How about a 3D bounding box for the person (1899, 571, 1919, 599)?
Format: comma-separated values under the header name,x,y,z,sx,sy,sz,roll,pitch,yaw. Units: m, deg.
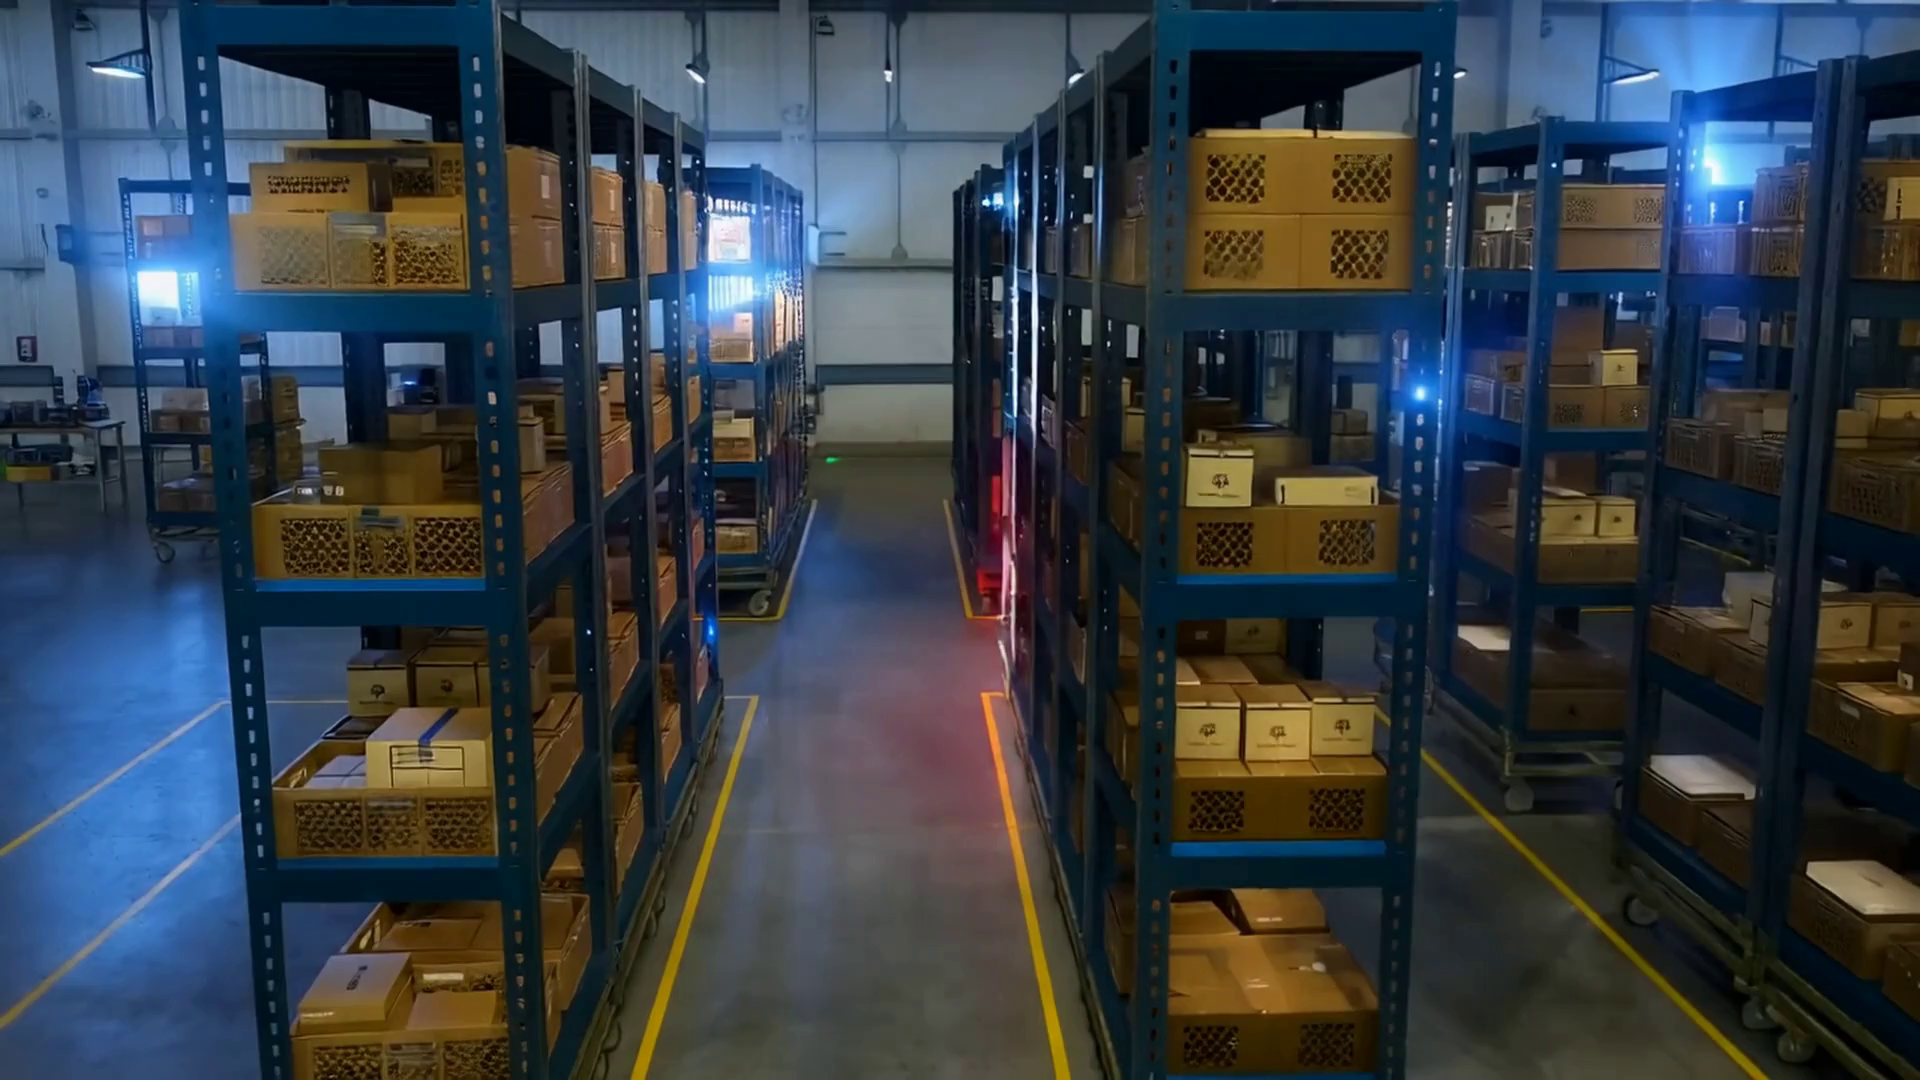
name,x,y,z,sx,sy,sz,roll,pitch,yaw
person,6.555,0.012,11.275,0.609,1.996,1.033,-2,10,-10
